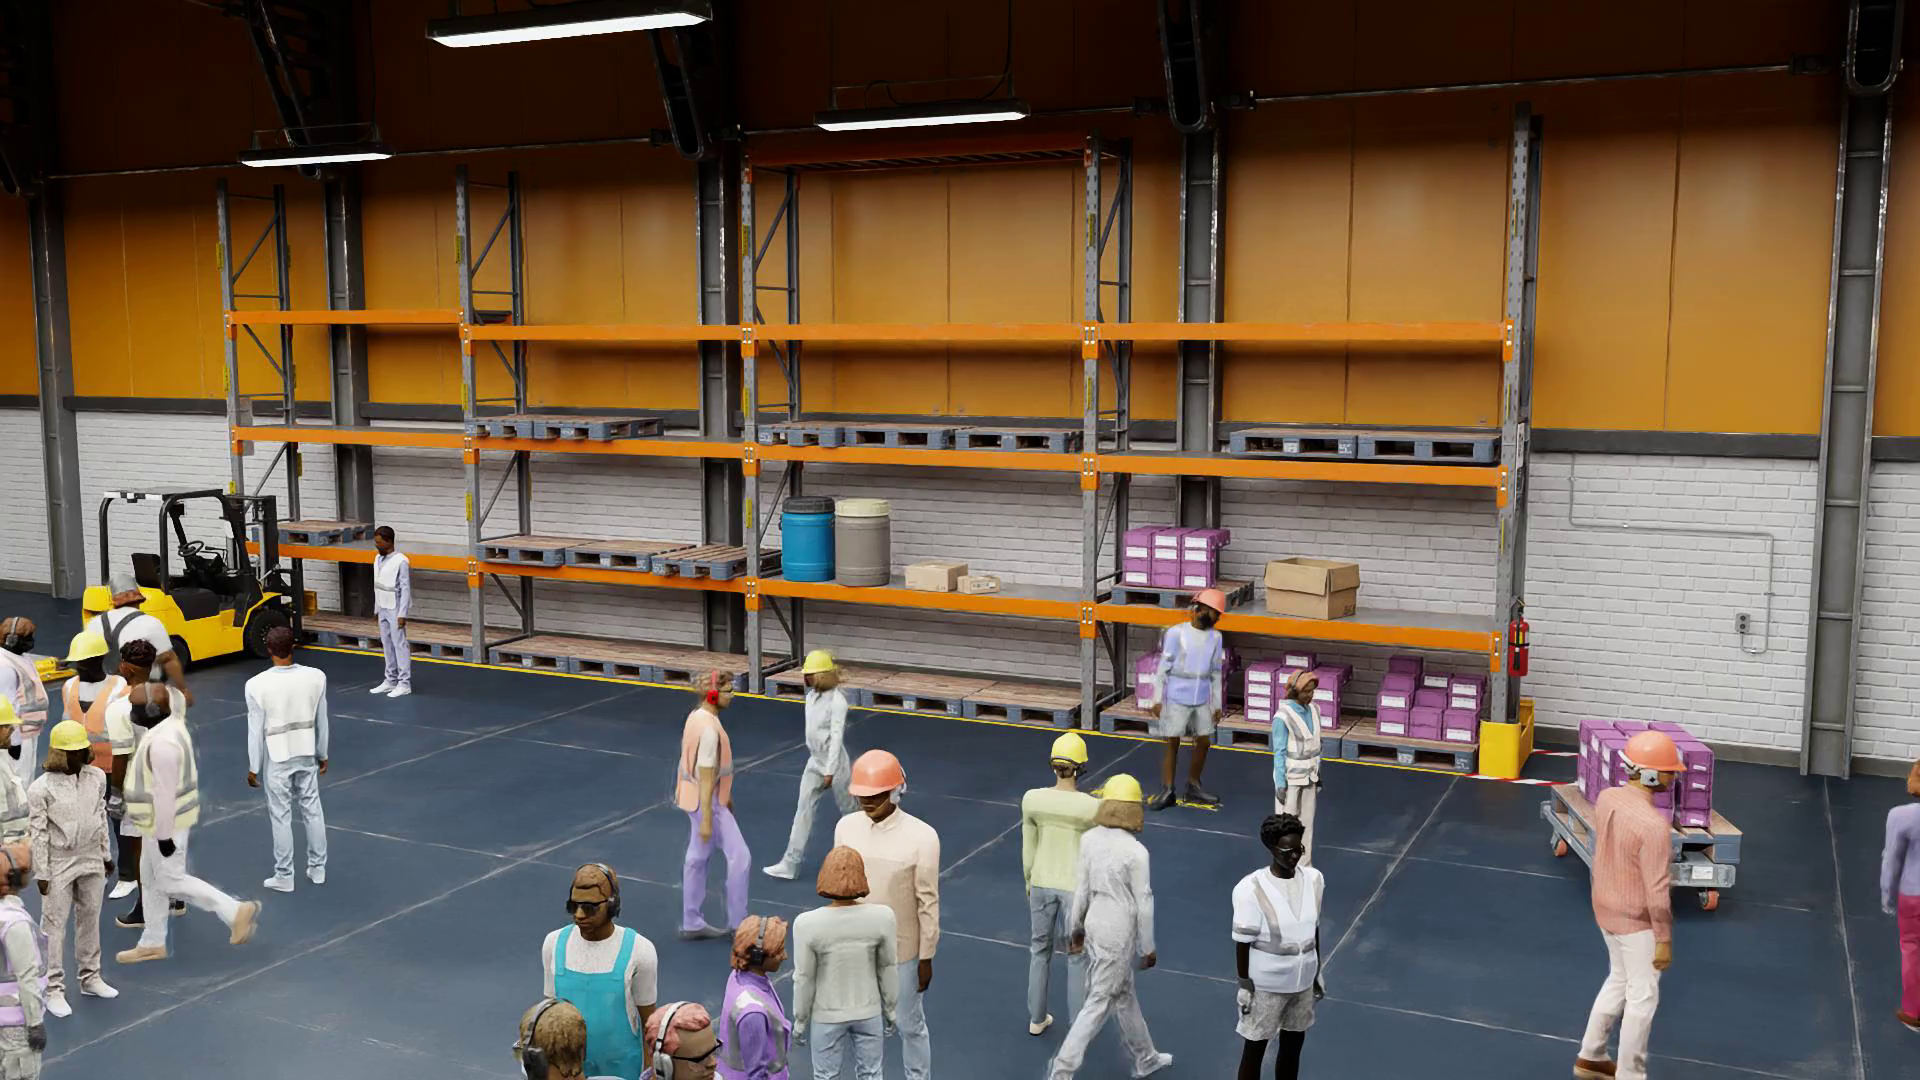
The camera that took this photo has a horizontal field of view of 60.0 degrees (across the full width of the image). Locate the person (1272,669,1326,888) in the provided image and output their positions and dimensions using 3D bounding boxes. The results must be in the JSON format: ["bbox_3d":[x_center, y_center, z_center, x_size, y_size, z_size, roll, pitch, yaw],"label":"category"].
[{"bbox_3d":[2.416,1.730,11.940,0.528,1.630,0.322,-7,10,-43],"label":"person"}]

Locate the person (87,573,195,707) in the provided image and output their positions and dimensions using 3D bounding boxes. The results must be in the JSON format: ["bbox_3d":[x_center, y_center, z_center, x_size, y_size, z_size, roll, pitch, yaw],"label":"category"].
[{"bbox_3d":[-6.942,1.257,14.171,0.770,2.000,0.680,2,7,17],"label":"person"}]

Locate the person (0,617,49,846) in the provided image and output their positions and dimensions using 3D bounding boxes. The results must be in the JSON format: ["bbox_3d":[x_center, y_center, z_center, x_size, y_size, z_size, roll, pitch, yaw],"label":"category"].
[{"bbox_3d":[-7.358,1.505,13.009,0.429,1.831,0.632,-3,7,-20],"label":"person"}]

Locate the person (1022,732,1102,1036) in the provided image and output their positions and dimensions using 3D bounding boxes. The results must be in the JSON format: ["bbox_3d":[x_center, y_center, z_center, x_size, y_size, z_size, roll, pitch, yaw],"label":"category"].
[{"bbox_3d":[0.600,1.967,9.471,0.518,1.756,0.343,3,7,21],"label":"person"}]

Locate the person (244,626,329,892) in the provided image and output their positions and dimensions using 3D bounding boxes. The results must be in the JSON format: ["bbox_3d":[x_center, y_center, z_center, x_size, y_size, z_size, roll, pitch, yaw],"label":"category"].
[{"bbox_3d":[-4.849,1.579,12.032,0.379,1.912,0.591,7,9,43],"label":"person"}]

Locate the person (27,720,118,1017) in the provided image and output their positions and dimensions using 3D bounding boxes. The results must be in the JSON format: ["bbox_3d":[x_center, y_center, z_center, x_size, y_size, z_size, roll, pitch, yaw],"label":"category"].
[{"bbox_3d":[-5.255,1.923,9.883,0.323,1.742,0.492,3,8,26],"label":"person"}]

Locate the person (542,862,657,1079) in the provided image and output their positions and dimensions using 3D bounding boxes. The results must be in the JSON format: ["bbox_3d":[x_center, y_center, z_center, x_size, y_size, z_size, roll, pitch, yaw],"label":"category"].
[{"bbox_3d":[-1.501,2.234,6.903,0.504,1.847,0.345,1,7,8],"label":"person"}]

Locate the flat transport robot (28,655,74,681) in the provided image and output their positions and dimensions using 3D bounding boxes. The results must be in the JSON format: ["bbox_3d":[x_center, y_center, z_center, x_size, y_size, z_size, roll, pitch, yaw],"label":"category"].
[{"bbox_3d":[-11.165,1.488,19.513,1.431,0.197,0.652,3,8,26],"label":"flat transport robot"}]

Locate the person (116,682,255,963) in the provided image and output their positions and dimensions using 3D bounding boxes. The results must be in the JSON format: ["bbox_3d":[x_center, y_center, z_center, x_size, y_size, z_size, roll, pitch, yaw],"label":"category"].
[{"bbox_3d":[-4.998,1.796,10.656,0.767,1.816,0.659,-3,8,-24],"label":"person"}]

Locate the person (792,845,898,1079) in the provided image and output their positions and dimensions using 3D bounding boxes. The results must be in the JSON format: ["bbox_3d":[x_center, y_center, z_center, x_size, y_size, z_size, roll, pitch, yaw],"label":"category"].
[{"bbox_3d":[-0.535,2.233,7.773,0.507,1.631,0.266,-2,7,-17],"label":"person"}]

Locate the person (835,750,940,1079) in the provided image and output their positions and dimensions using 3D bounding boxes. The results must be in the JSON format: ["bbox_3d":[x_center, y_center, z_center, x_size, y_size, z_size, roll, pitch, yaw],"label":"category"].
[{"bbox_3d":[-0.381,2.005,8.237,0.602,1.985,0.404,4,8,29],"label":"person"}]

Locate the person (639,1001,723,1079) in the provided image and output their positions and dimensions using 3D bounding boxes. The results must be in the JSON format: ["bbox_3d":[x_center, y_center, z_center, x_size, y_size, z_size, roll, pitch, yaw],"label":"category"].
[{"bbox_3d":[-0.869,2.396,5.311,0.408,1.908,0.644,2,7,18],"label":"person"}]

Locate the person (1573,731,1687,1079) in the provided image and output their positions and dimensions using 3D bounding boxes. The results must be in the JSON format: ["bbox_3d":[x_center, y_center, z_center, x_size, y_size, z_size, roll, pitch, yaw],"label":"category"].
[{"bbox_3d":[3.508,1.957,8.650,0.407,1.977,0.632,-1,7,-6],"label":"person"}]

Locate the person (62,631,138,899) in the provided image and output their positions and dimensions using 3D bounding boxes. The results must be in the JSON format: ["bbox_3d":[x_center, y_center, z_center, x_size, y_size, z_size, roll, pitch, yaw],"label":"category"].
[{"bbox_3d":[-6.126,1.596,11.836,0.593,1.924,0.381,1,7,11],"label":"person"}]

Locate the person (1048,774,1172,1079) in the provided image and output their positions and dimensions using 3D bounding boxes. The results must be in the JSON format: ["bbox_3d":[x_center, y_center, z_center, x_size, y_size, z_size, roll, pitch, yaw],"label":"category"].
[{"bbox_3d":[0.782,2.082,8.788,0.890,1.687,0.493,-4,8,-33],"label":"person"}]

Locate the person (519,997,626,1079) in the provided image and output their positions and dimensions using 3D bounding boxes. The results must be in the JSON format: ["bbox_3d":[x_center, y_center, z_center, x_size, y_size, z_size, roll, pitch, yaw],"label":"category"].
[{"bbox_3d":[-1.241,2.392,5.265,0.373,1.930,0.637,3,8,26],"label":"person"}]

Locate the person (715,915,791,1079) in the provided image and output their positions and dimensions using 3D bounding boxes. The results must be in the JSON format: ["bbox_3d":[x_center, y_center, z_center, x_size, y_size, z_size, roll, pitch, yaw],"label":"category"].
[{"bbox_3d":[-0.847,2.342,6.891,0.323,1.631,0.526,-1,7,-10],"label":"person"}]

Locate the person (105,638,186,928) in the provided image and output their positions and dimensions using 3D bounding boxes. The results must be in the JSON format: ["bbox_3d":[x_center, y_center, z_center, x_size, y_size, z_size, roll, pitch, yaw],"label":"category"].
[{"bbox_3d":[-5.531,1.641,11.302,0.367,1.966,0.607,2,7,19],"label":"person"}]

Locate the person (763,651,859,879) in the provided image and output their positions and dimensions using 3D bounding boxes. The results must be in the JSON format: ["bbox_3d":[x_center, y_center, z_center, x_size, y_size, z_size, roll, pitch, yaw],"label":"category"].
[{"bbox_3d":[-1.024,1.659,12.245,0.880,1.695,0.502,-6,9,-43],"label":"person"}]

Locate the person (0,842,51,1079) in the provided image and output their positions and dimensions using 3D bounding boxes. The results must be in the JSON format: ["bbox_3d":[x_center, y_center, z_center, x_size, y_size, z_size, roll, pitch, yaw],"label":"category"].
[{"bbox_3d":[-4.432,2.229,7.794,0.522,1.638,0.313,6,9,39],"label":"person"}]

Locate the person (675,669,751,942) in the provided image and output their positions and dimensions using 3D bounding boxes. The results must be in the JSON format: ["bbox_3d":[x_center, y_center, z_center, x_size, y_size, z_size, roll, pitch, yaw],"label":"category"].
[{"bbox_3d":[-1.529,1.747,10.979,0.705,1.821,0.577,-2,7,-18],"label":"person"}]

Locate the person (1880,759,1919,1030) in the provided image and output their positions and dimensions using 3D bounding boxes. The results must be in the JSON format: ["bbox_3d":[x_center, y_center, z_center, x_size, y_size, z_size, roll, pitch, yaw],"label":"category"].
[{"bbox_3d":[5.533,2.029,9.476,0.525,1.620,0.421,1,7,11],"label":"person"}]

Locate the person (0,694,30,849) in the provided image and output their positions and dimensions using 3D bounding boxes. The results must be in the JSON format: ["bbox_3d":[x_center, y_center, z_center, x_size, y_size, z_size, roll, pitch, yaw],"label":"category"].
[{"bbox_3d":[-5.927,1.848,10.206,0.403,1.821,0.601,-4,8,-30],"label":"person"}]

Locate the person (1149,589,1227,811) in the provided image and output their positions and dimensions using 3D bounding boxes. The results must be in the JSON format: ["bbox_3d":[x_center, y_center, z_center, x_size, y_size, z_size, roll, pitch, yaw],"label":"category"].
[{"bbox_3d":[1.899,1.357,14.025,0.695,1.890,0.374,-3,7,-20],"label":"person"}]

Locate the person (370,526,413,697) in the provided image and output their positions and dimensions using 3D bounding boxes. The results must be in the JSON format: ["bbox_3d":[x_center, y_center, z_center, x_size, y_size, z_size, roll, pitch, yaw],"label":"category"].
[{"bbox_3d":[-6.346,0.786,18.591,0.587,1.913,0.390,6,9,40],"label":"person"}]

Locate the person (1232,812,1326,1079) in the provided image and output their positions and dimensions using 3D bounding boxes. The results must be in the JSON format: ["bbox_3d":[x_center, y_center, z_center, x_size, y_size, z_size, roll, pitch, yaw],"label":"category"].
[{"bbox_3d":[1.566,2.157,8.140,0.542,1.695,0.316,-4,8,-27],"label":"person"}]

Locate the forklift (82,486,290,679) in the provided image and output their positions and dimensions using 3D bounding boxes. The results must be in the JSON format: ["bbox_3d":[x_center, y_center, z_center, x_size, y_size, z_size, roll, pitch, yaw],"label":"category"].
[{"bbox_3d":[-9.426,0.454,20.179,1.214,2.155,2.313,3,8,26],"label":"forklift"}]
